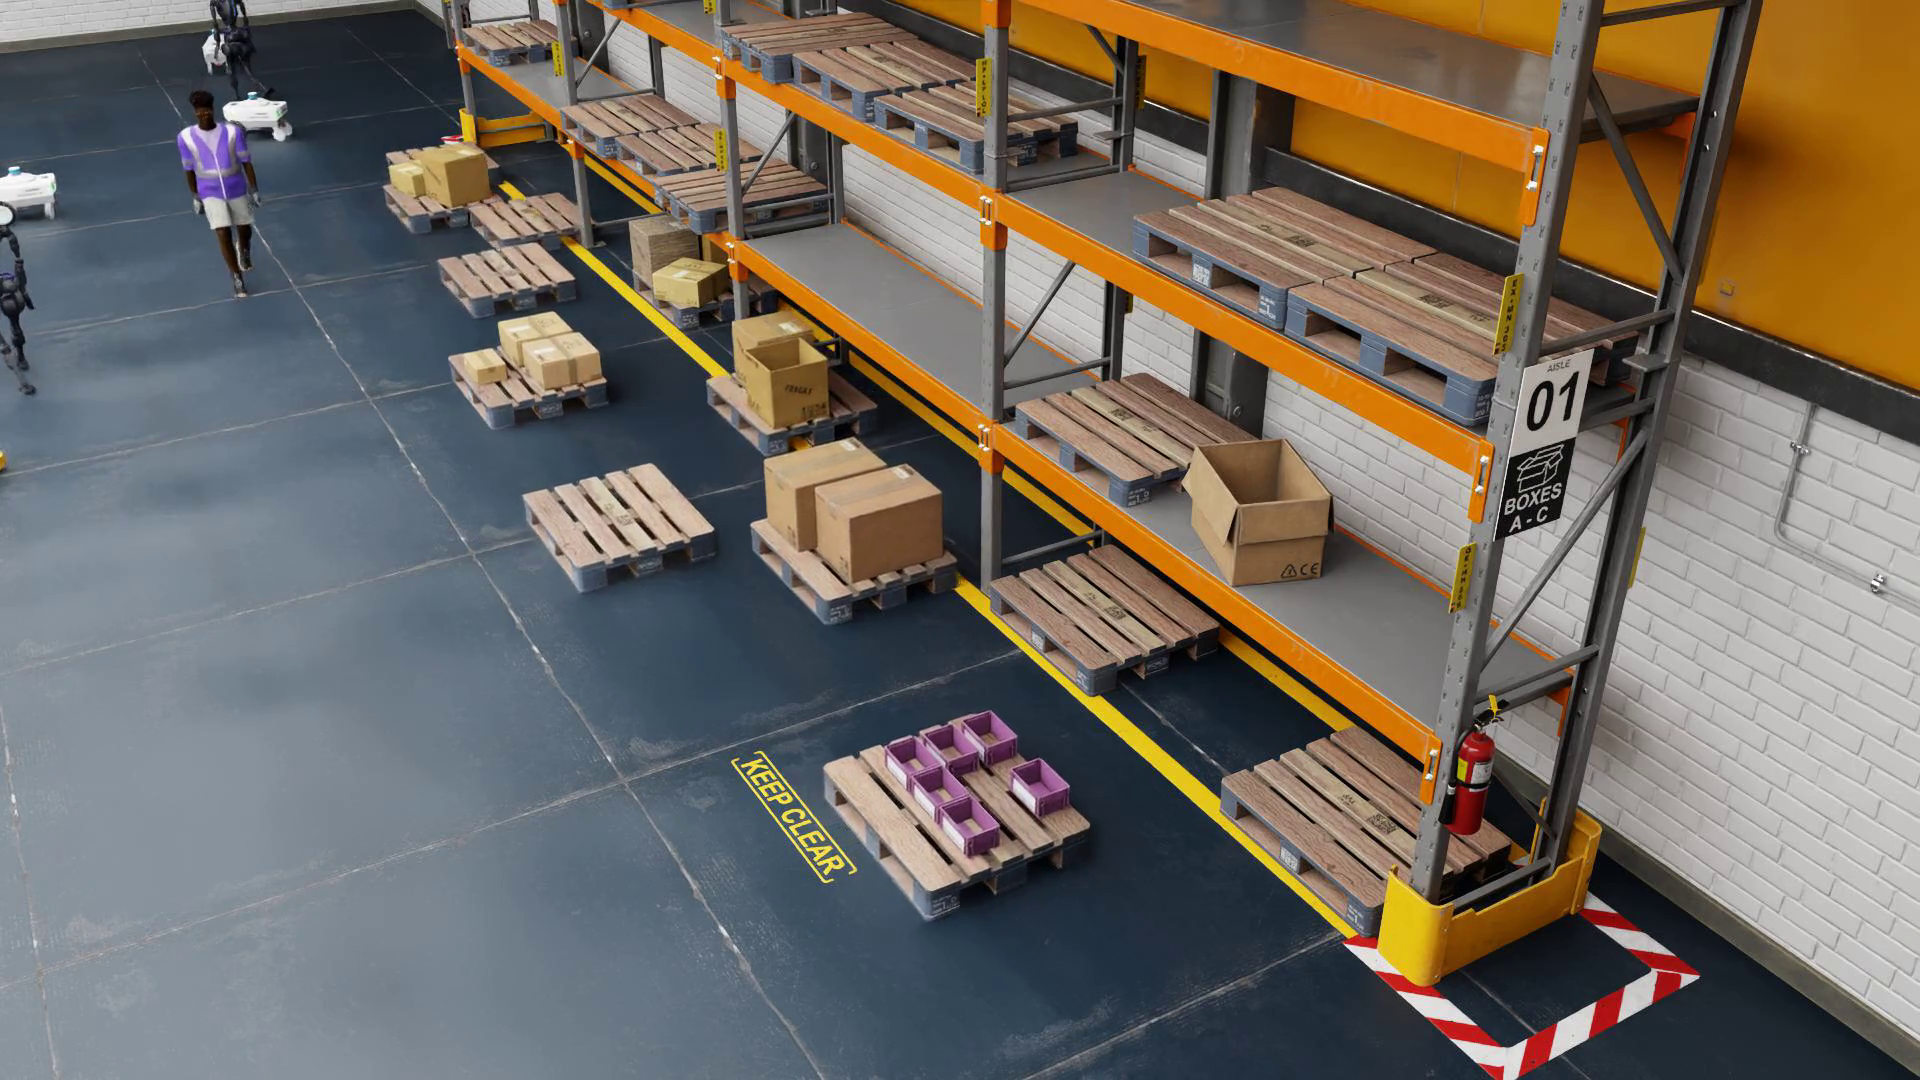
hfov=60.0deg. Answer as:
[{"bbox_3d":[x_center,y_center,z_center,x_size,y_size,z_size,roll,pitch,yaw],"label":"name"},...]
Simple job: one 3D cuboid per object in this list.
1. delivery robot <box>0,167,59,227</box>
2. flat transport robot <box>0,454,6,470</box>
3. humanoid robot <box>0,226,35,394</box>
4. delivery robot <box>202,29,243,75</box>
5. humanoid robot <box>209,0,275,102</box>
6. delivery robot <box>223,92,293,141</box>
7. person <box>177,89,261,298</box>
[{"bbox_3d":[-10.125,-3.705,17.887,0.771,0.600,0.501,-14,33,-24],"label":"delivery robot"},{"bbox_3d":[-7.629,-0.305,12.169,0.659,0.231,1.431,-3,30,-5],"label":"flat transport robot"},{"bbox_3d":[-8.116,-2.065,13.908,0.805,1.623,0.616,25,38,36],"label":"humanoid robot"},{"bbox_3d":[-10.494,-6.950,23.589,0.499,0.572,0.747,-7,30,-12],"label":"delivery robot"},{"bbox_3d":[-9.429,-6.501,21.703,0.600,1.631,0.617,15,33,25],"label":"humanoid robot"},{"bbox_3d":[-8.723,-5.224,20.581,0.805,0.612,0.499,-1,30,-1],"label":"delivery robot"},{"bbox_3d":[-7.029,-3.352,15.856,0.612,1.937,0.825,-14,33,-24],"label":"person"}]
